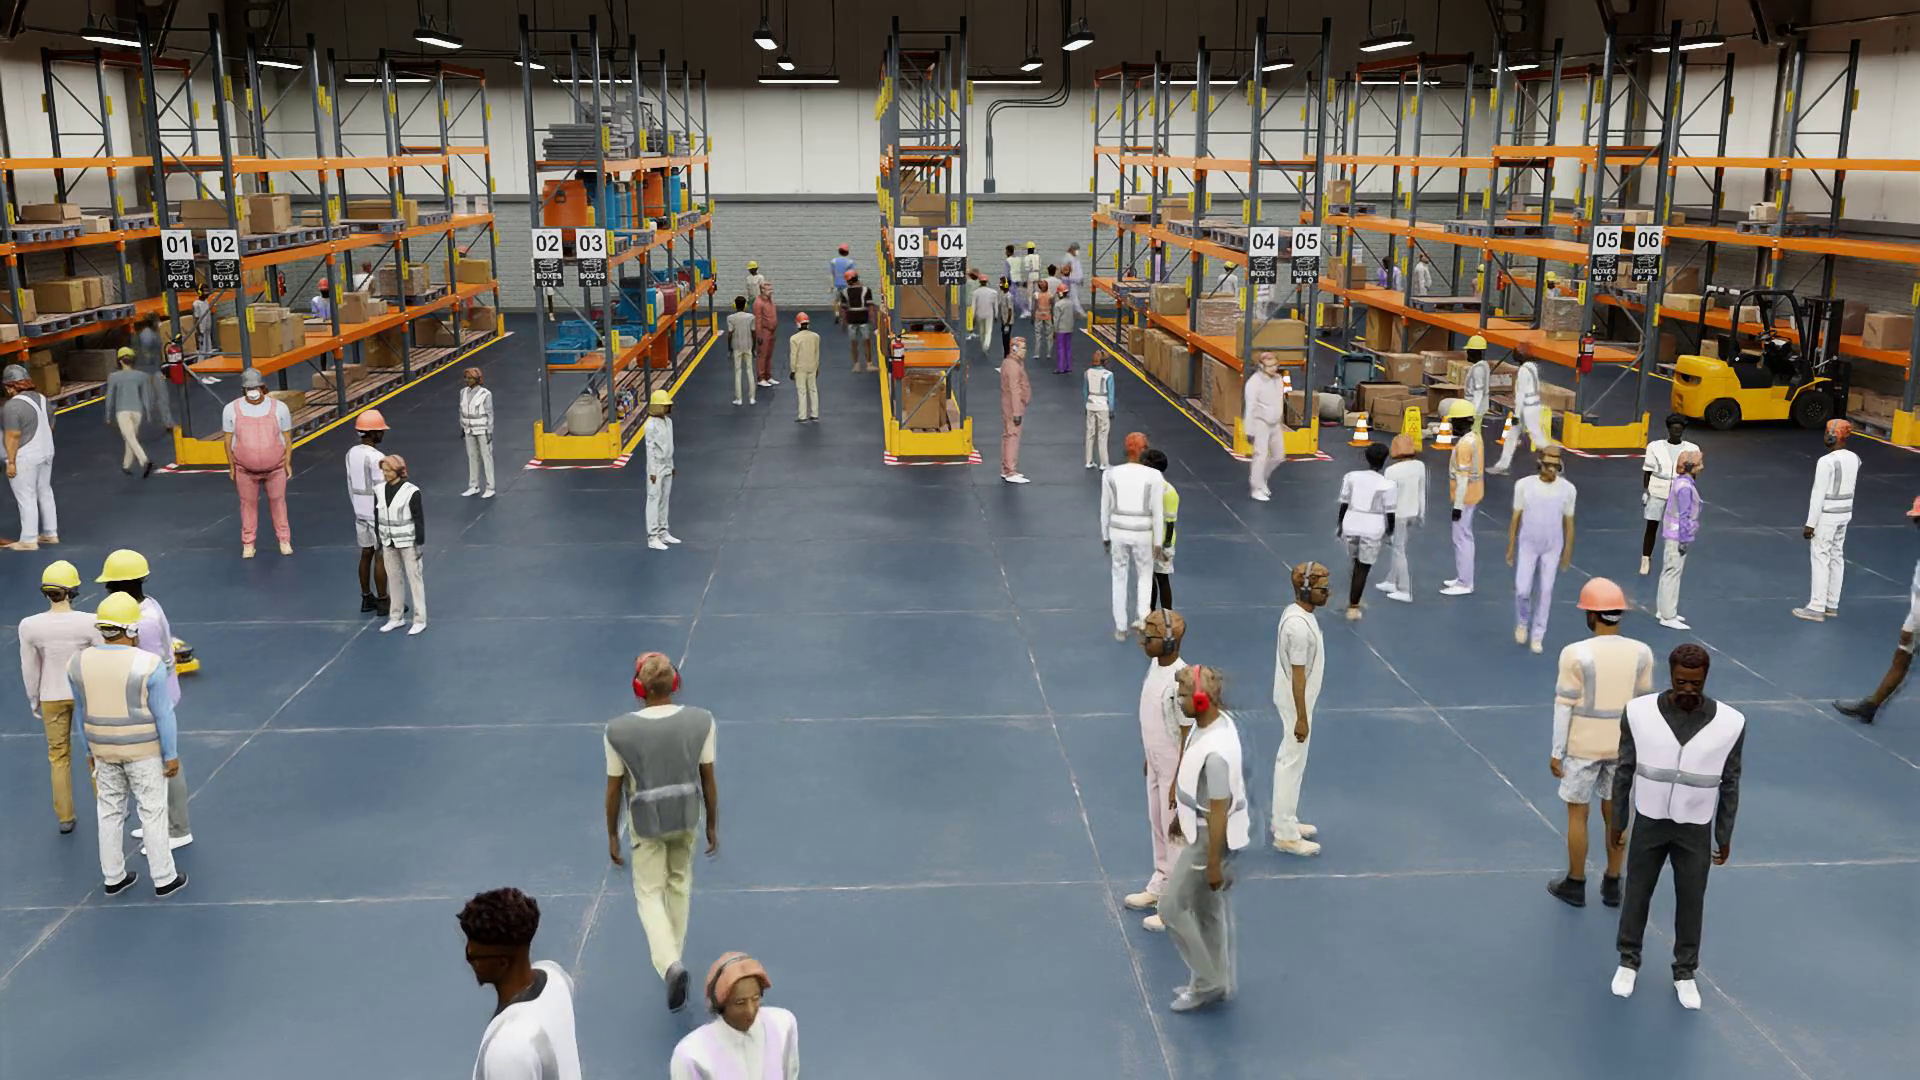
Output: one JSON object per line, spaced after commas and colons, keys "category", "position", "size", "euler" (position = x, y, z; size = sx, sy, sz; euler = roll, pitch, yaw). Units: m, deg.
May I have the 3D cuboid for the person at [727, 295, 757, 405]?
{"category": "person", "position": [-3.714, -3.237, 28.343], "size": [0.517, 1.874, 0.327], "euler": [-4, 14, -17]}

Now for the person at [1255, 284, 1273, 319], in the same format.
{"category": "person", "position": [6.801, -5.428, 37.657], "size": [0.591, 1.860, 0.449], "euler": [-7, 15, -28]}

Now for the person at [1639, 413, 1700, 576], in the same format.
{"category": "person", "position": [7.216, -0.458, 16.945], "size": [0.533, 1.697, 0.318], "euler": [4, 14, 16]}

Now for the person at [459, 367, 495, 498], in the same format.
{"category": "person", "position": [-6.047, -1.346, 20.829], "size": [0.510, 1.640, 0.308], "euler": [6, 15, 25]}

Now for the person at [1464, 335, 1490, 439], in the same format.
{"category": "person", "position": [6.717, -1.707, 21.737], "size": [0.370, 1.929, 0.585], "euler": [5, 14, 20]}

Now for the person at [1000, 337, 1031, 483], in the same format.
{"category": "person", "position": [0.736, -1.709, 21.807], "size": [0.399, 1.903, 0.644], "euler": [-1, 13, -6]}

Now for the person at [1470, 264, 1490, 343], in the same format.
{"category": "person", "position": [11.662, -5.294, 37.276], "size": [0.305, 1.772, 0.525], "euler": [-7, 15, -27]}

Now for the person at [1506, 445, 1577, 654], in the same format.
{"category": "person", "position": [5.008, 0.084, 14.357], "size": [0.548, 1.832, 0.403], "euler": [3, 14, 14]}

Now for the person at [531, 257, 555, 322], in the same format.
{"category": "person", "position": [-10.427, -6.481, 41.756], "size": [0.601, 2.035, 0.409], "euler": [-7, 15, -27]}

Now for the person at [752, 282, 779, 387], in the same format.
{"category": "person", "position": [-3.548, -3.787, 30.597], "size": [0.404, 1.906, 0.651], "euler": [4, 14, 17]}

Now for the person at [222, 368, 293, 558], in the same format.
{"category": "person", "position": [-7.476, -0.828, 17.776], "size": [0.684, 2.000, 0.538], "euler": [-6, 14, -23]}

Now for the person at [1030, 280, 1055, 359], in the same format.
{"category": "person", "position": [1.715, -4.571, 34.506], "size": [0.524, 1.635, 0.313], "euler": [-2, 13, -8]}

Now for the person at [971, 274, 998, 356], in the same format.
{"category": "person", "position": [0.522, -4.738, 35.040], "size": [0.572, 1.717, 0.738], "euler": [0, 13, 0]}

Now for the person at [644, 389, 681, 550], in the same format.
{"category": "person", "position": [-3.262, -0.781, 18.216], "size": [0.308, 1.744, 0.485], "euler": [5, 14, 19]}

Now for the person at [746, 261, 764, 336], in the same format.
{"category": "person", "position": [-4.746, -5.573, 38.496], "size": [0.529, 1.758, 0.339], "euler": [9, 16, 34]}

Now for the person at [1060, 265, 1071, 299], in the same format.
{"category": "person", "position": [2.473, -5.625, 38.971], "size": [0.279, 1.633, 0.499], "euler": [-2, 13, -8]}

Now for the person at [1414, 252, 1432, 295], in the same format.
{"category": "person", "position": [10.968, -5.877, 39.452], "size": [0.410, 1.909, 0.643], "euler": [3, 14, 11]}

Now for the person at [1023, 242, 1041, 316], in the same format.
{"category": "person", "position": [1.857, -6.797, 43.311], "size": [0.384, 1.922, 0.594], "euler": [11, 17, 40]}

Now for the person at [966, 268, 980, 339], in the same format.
{"category": "person", "position": [0.271, -5.427, 38.199], "size": [0.324, 1.612, 0.586], "euler": [7, 15, 28]}

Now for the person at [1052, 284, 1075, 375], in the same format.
{"category": "person", "position": [1.980, -4.074, 32.167], "size": [0.348, 1.743, 0.554], "euler": [12, 18, 41]}

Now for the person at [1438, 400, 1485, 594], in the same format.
{"category": "person", "position": [4.925, -0.423, 16.338], "size": [0.408, 1.915, 0.591], "euler": [6, 15, 25]}

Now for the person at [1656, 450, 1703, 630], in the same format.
{"category": "person", "position": [6.577, -0.017, 15.198], "size": [0.315, 1.641, 0.514], "euler": [4, 14, 18]}

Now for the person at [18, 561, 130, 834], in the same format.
{"category": "person", "position": [-5.661, 1.001, 10.622], "size": [0.534, 1.765, 0.331], "euler": [-3, 14, -11]}

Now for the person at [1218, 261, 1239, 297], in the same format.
{"category": "person", "position": [6.192, -5.558, 38.404], "size": [0.525, 1.769, 0.311], "euler": [10, 16, 35]}

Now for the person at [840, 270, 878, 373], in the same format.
{"category": "person", "position": [-1.999, -4.242, 32.344], "size": [0.679, 1.992, 0.528], "euler": [0, 13, -1]}

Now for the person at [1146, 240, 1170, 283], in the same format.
{"category": "person", "position": [4.973, -6.495, 41.777], "size": [0.611, 2.043, 0.374], "euler": [5, 14, 21]}

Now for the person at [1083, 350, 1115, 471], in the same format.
{"category": "person", "position": [1.886, -1.760, 22.591], "size": [0.315, 1.636, 0.515], "euler": [-13, 18, -43]}

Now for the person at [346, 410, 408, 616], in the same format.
{"category": "person", "position": [-5.470, -0.258, 15.583], "size": [0.552, 1.935, 0.373], "euler": [10, 17, 37]}

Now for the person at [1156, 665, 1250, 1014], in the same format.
{"category": "person", "position": [1.213, 1.504, 8.379], "size": [0.490, 1.815, 0.558], "euler": [2, 13, 10]}

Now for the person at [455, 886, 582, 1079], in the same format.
{"category": "person", "position": [-1.454, 2.083, 5.604], "size": [0.367, 1.962, 0.613], "euler": [0, 13, -1]}

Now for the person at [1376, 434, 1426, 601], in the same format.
{"category": "person", "position": [4.243, -0.231, 16.159], "size": [0.513, 1.608, 0.567], "euler": [-8, 16, -32]}
